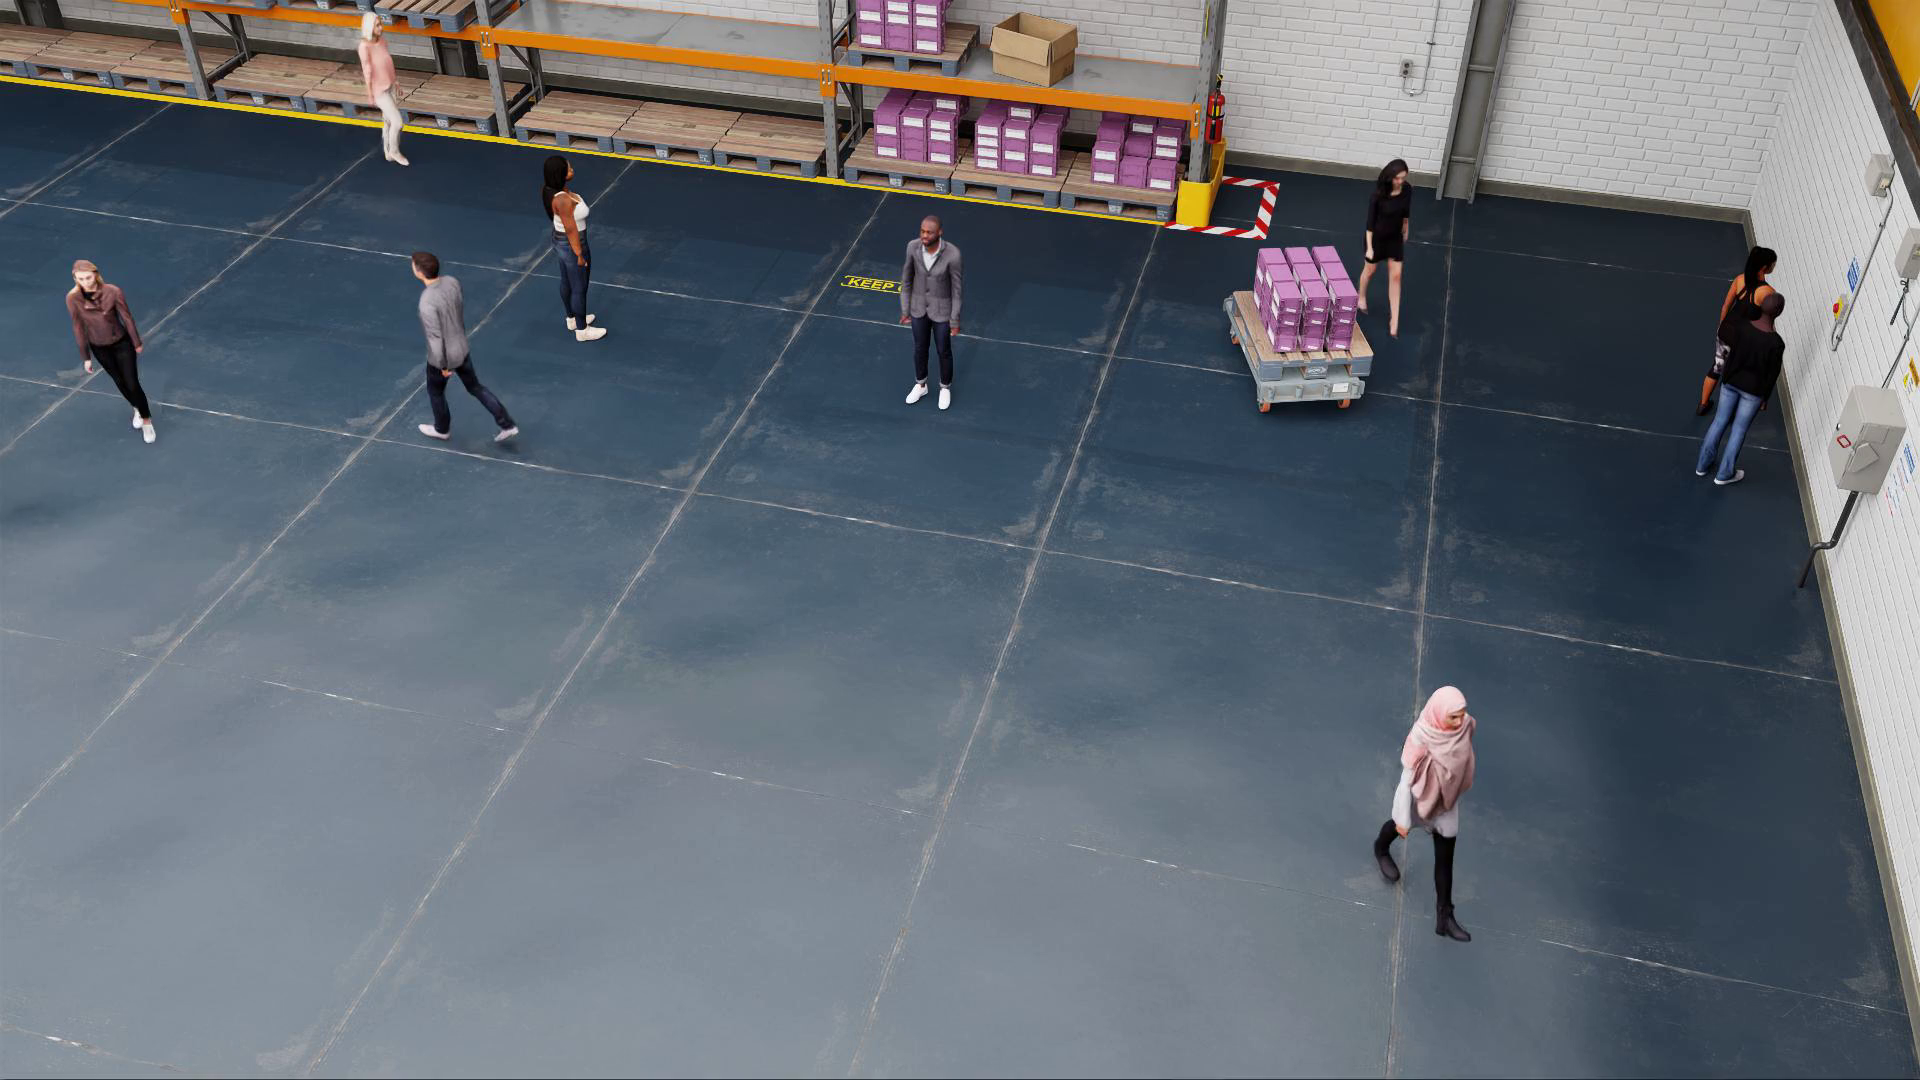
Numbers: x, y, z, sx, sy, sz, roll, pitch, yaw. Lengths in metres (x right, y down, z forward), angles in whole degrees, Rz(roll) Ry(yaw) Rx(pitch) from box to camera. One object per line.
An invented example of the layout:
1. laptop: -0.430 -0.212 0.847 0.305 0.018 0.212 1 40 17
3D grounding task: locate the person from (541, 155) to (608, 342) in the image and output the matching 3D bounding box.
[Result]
1. person: -3.616 -2.707 15.370 0.795 1.809 0.738 -19 42 -22

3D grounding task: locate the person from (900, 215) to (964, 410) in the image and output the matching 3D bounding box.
1. person: -0.237 -2.000 14.479 0.544 1.818 0.785 12 40 15

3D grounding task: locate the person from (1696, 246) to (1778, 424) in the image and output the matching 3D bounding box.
1. person: 6.714 -1.775 14.319 0.715 1.665 0.641 -23 44 -26

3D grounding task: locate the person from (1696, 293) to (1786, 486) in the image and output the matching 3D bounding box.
1. person: 6.405 -1.240 13.582 0.739 1.749 0.657 -25 45 -28

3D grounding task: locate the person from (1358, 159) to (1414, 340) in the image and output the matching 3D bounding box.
1. person: 3.904 -2.790 15.521 1.116 1.751 1.041 -10 40 -12

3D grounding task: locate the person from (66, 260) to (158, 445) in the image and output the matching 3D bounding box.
1. person: -7.232 -1.689 14.200 0.862 1.680 0.876 -8 39 -10

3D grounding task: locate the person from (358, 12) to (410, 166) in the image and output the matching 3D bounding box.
1. person: -6.408 -4.946 18.252 0.596 1.713 0.593 9 40 12

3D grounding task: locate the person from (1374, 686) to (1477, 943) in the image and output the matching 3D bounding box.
1. person: 2.769 1.531 10.109 1.188 1.753 1.147 -13 41 -16

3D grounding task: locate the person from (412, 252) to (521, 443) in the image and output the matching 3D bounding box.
1. person: -4.193 -1.557 13.907 1.220 1.839 0.790 14 41 17
